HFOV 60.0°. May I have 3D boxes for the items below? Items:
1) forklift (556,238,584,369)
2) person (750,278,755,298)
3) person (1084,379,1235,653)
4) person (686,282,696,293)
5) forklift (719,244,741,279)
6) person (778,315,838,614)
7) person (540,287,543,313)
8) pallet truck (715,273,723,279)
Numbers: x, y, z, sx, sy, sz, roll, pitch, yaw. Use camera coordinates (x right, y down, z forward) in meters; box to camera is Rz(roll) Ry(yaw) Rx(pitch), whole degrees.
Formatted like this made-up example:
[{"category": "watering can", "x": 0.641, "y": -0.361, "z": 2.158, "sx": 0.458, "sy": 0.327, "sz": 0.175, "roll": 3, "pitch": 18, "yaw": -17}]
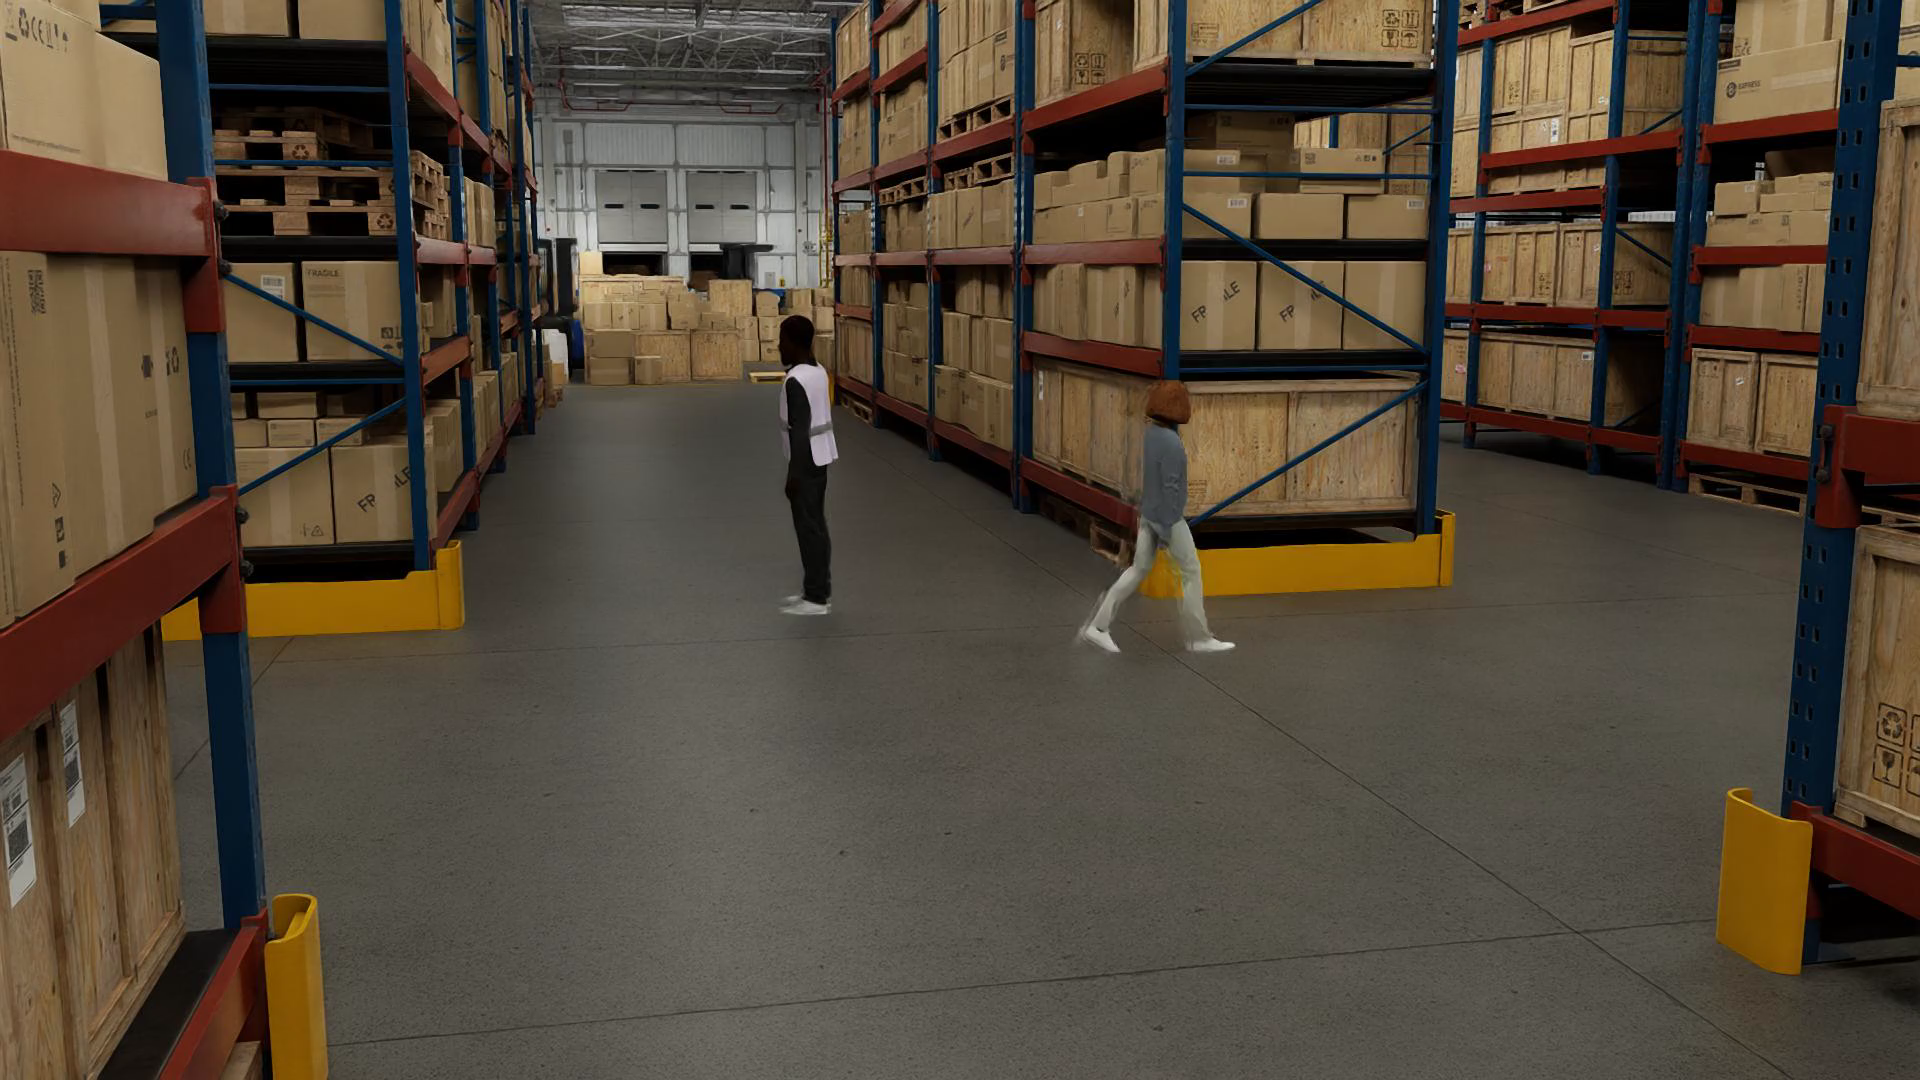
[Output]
[{"category": "forklift", "x": -8.361, "y": -5.013, "z": 35.378, "sx": 1.873, "sy": 2.768, "sz": 1.129, "roll": -2, "pitch": 10, "yaw": -13}, {"category": "person", "x": -7.359, "y": -8.287, "z": 58.280, "sx": 0.828, "sy": 1.920, "sz": 0.637, "roll": -8, "pitch": 12, "yaw": -39}, {"category": "person", "x": 1.132, "y": -0.125, "z": 9.501, "sx": 0.855, "sy": 1.595, "sz": 0.500, "roll": -3, "pitch": 10, "yaw": -15}, {"category": "person", "x": -10.780, "y": -9.534, "z": 66.776, "sx": 0.546, "sy": 1.616, "sz": 0.596, "roll": 3, "pitch": 10, "yaw": 20}, {"category": "forklift", "x": -6.091, "y": -6.487, "z": 44.366, "sx": 1.873, "sy": 2.768, "sz": 1.129, "roll": -3, "pitch": 10, "yaw": -20}, {"category": "person", "x": -0.977, "y": -0.479, "z": 10.669, "sx": 0.372, "sy": 1.916, "sz": 0.596, "roll": 1, "pitch": 9, "yaw": 8}, {"category": "person", "x": -13.392, "y": -7.344, "z": 52.446, "sx": 0.635, "sy": 1.938, "sz": 0.361, "roll": 3, "pitch": 10, "yaw": 18}, {"category": "pallet truck", "x": -8.580, "y": -8.986, "z": 62.280, "sx": 1.885, "sy": 1.965, "sz": 0.823, "roll": 1, "pitch": 9, "yaw": 5}]
